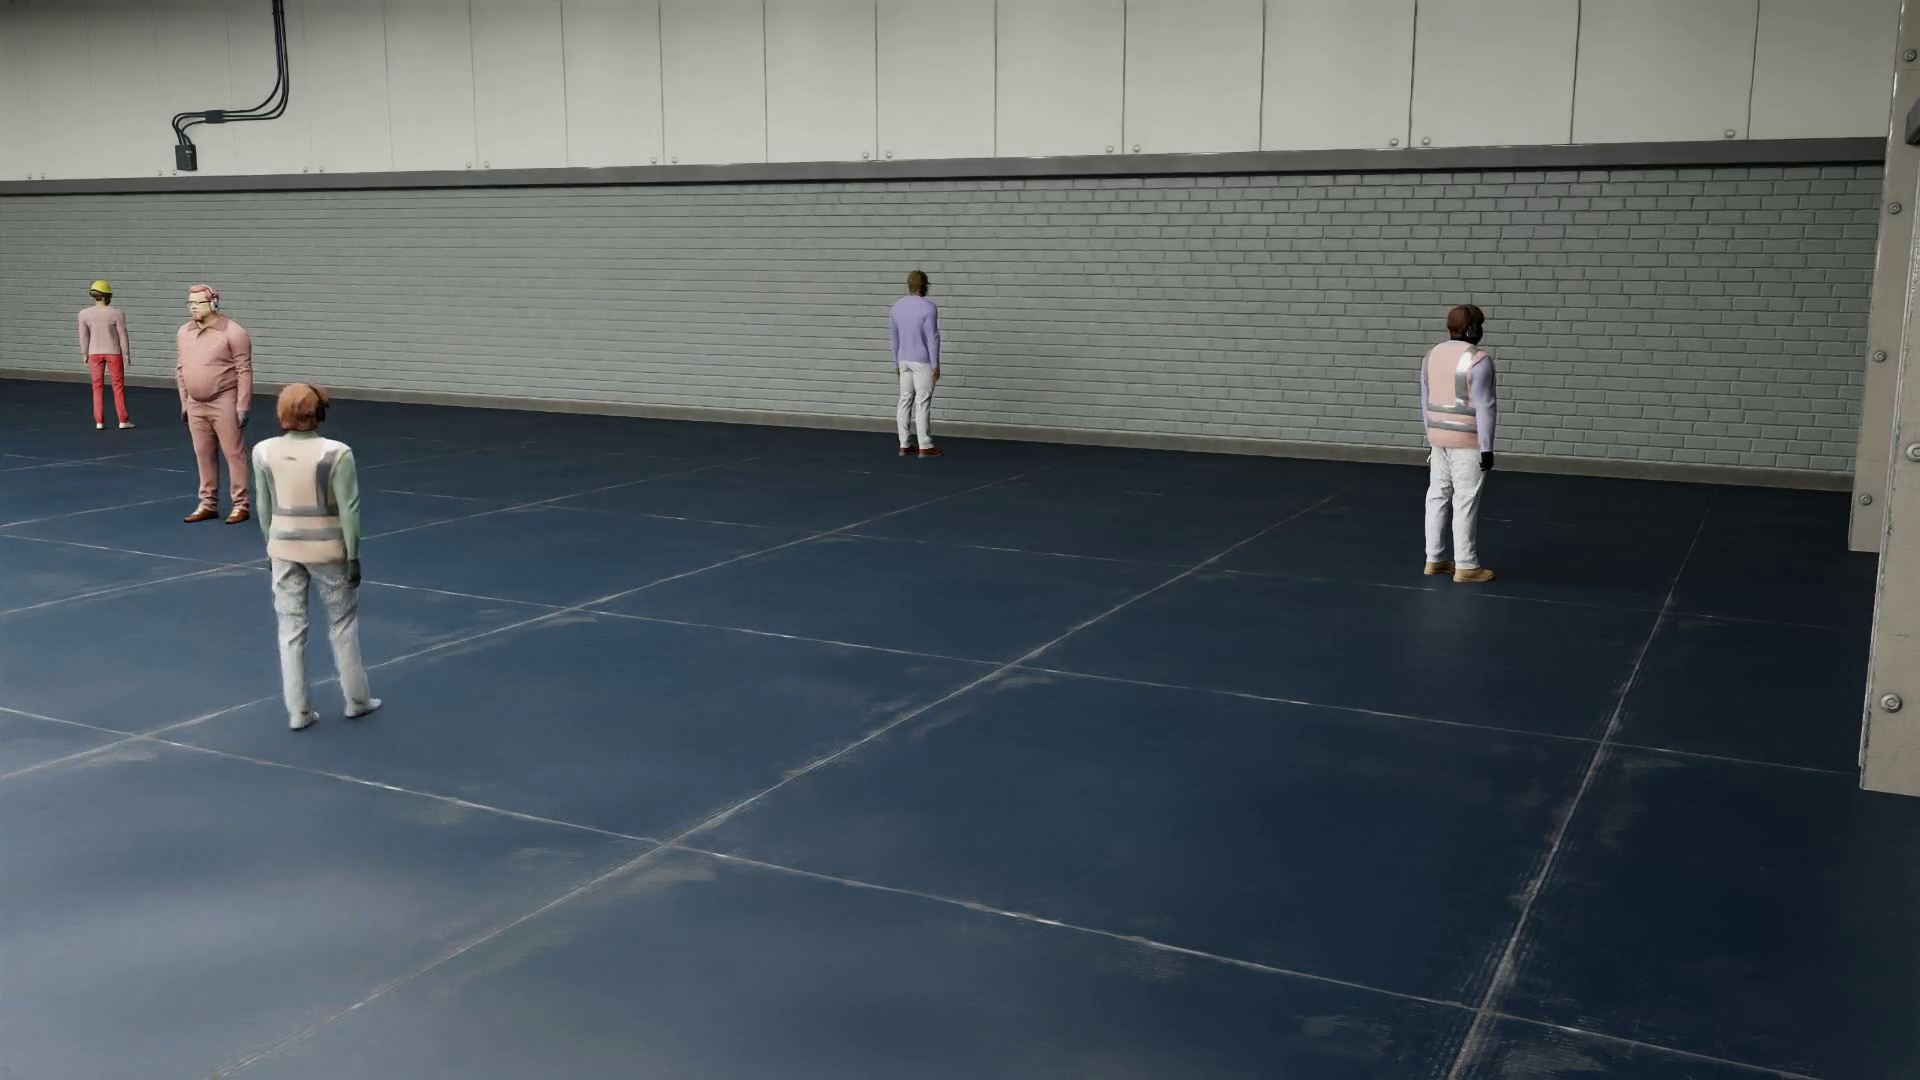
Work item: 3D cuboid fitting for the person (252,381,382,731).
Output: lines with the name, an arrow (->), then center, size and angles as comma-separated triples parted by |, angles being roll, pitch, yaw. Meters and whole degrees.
person -> -3.026, 0.067, 7.810 | 0.525, 1.635, 0.435 | 1, 10, 5

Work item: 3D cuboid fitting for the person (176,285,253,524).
person -> -5.966, -1.076, 13.278 | 0.642, 1.909, 0.399 | 3, 11, 14

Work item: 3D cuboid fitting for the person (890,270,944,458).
person -> -0.451, -1.825, 17.273 | 0.627, 1.941, 0.374 | 9, 14, 41

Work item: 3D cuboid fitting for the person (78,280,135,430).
person -> -10.117, -2.184, 19.709 | 0.532, 1.765, 0.323 | -2, 11, -10

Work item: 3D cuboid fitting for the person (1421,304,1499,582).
person -> 3.347, -0.645, 11.103 | 0.429, 1.845, 0.627 | -5, 11, -25
